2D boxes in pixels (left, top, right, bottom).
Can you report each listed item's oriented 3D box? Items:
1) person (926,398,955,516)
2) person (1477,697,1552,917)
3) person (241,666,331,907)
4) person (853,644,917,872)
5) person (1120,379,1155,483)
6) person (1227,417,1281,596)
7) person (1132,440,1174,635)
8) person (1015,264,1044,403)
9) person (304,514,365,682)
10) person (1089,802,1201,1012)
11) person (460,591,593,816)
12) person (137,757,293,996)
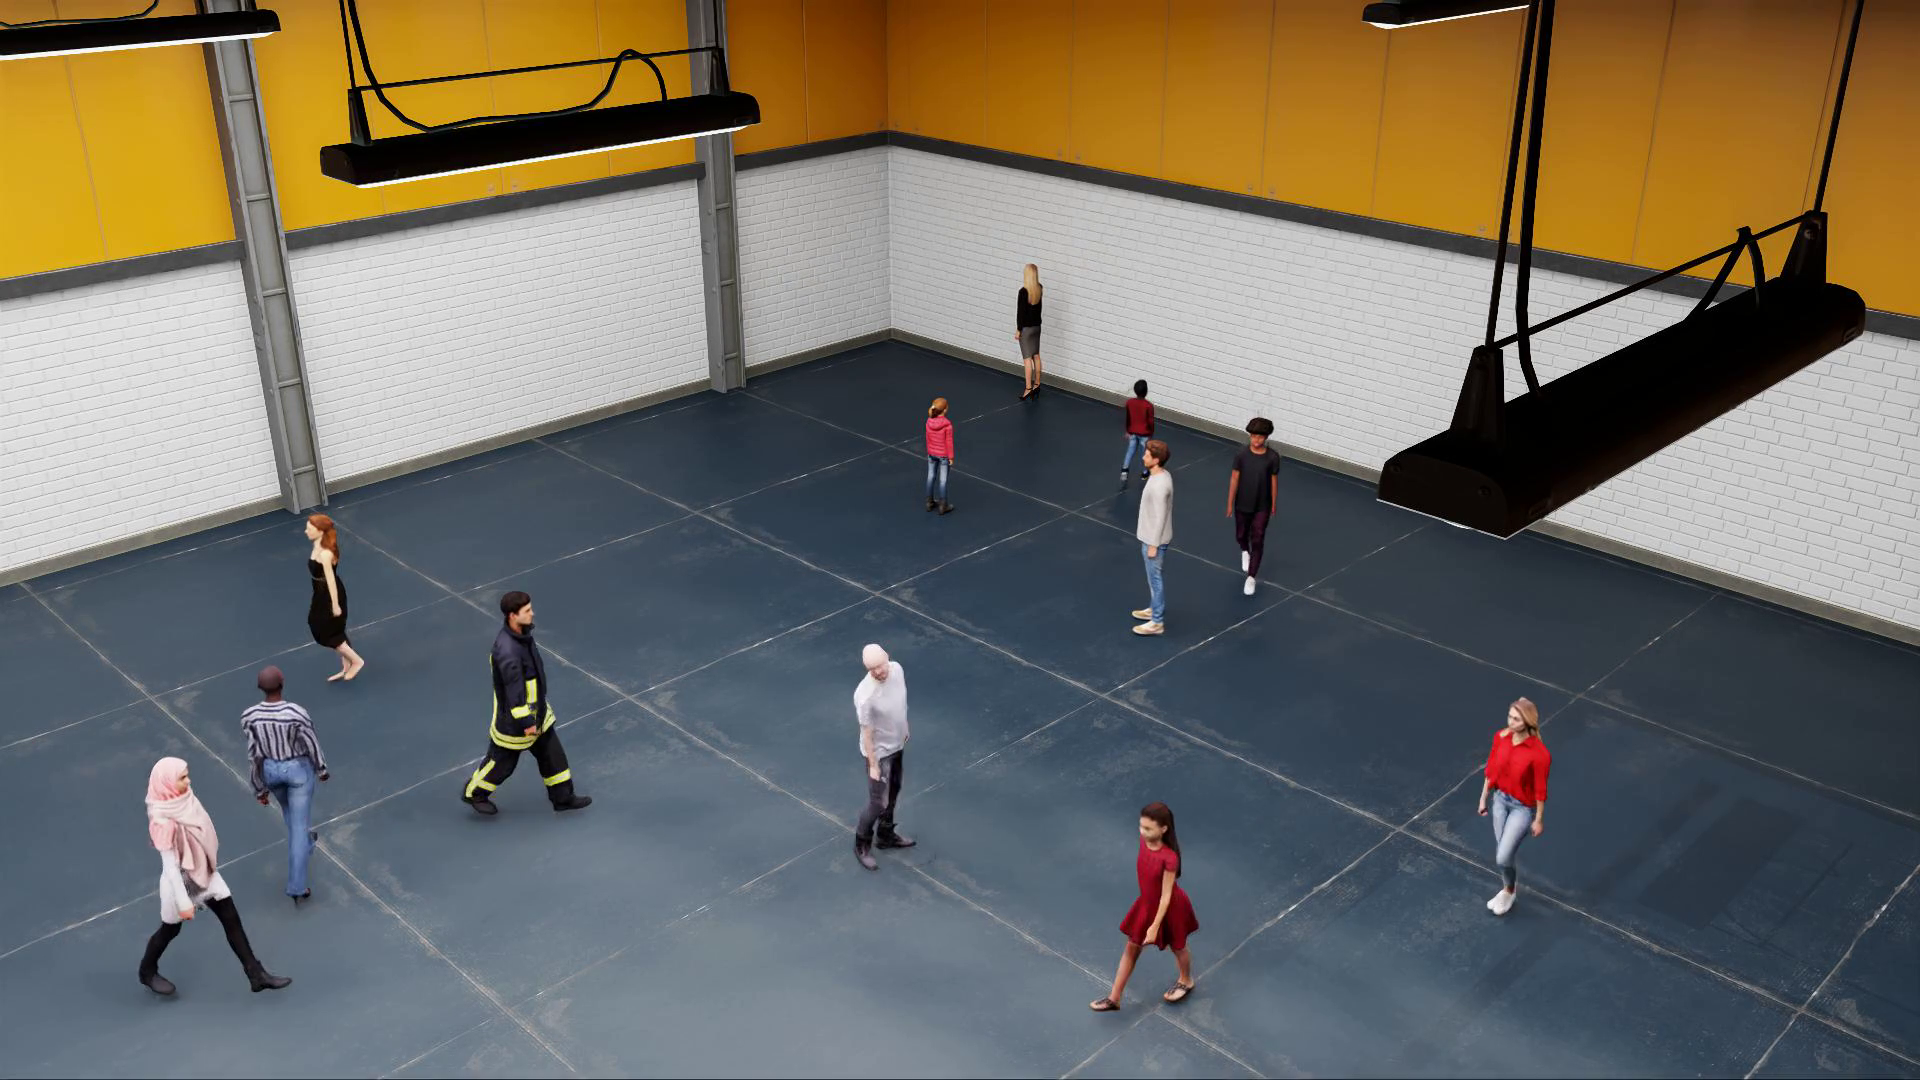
[{"bbox_3d":[-0.238,-0.939,18.455,0.537,1.314,0.525,16,28,31],"label":"person"},{"bbox_3d":[3.914,1.847,11.611,0.655,1.690,0.682,-16,28,-32],"label":"person"},{"bbox_3d":[-4.746,1.764,11.718,1.075,1.757,1.128,0,24,0],"label":"person"},{"bbox_3d":[-0.540,1.516,12.225,0.856,1.804,0.677,5,24,11],"label":"person"},{"bbox_3d":[2.059,-1.241,19.233,0.623,1.244,0.813,13,27,28],"label":"person"},{"bbox_3d":[2.951,-0.409,16.688,0.968,1.759,1.195,8,25,17],"label":"person"},{"bbox_3d":[1.838,-0.035,15.651,0.814,1.903,0.730,2,24,5],"label":"person"},{"bbox_3d":[0.928,-2.743,21.921,0.682,1.843,0.502,18,30,36],"label":"person"},{"bbox_3d":[-5.506,0.506,14.774,0.734,1.614,0.681,-10,26,-23],"label":"person"},{"bbox_3d":[1.355,2.345,10.698,1.044,1.509,0.624,-18,29,-35],"label":"person"},{"bbox_3d":[-3.435,1.289,12.639,1.299,1.890,1.290,2,24,5],"label":"person"},{"bbox_3d":[-5.053,2.227,10.677,1.277,1.743,1.222,1,24,2],"label":"person"}]
